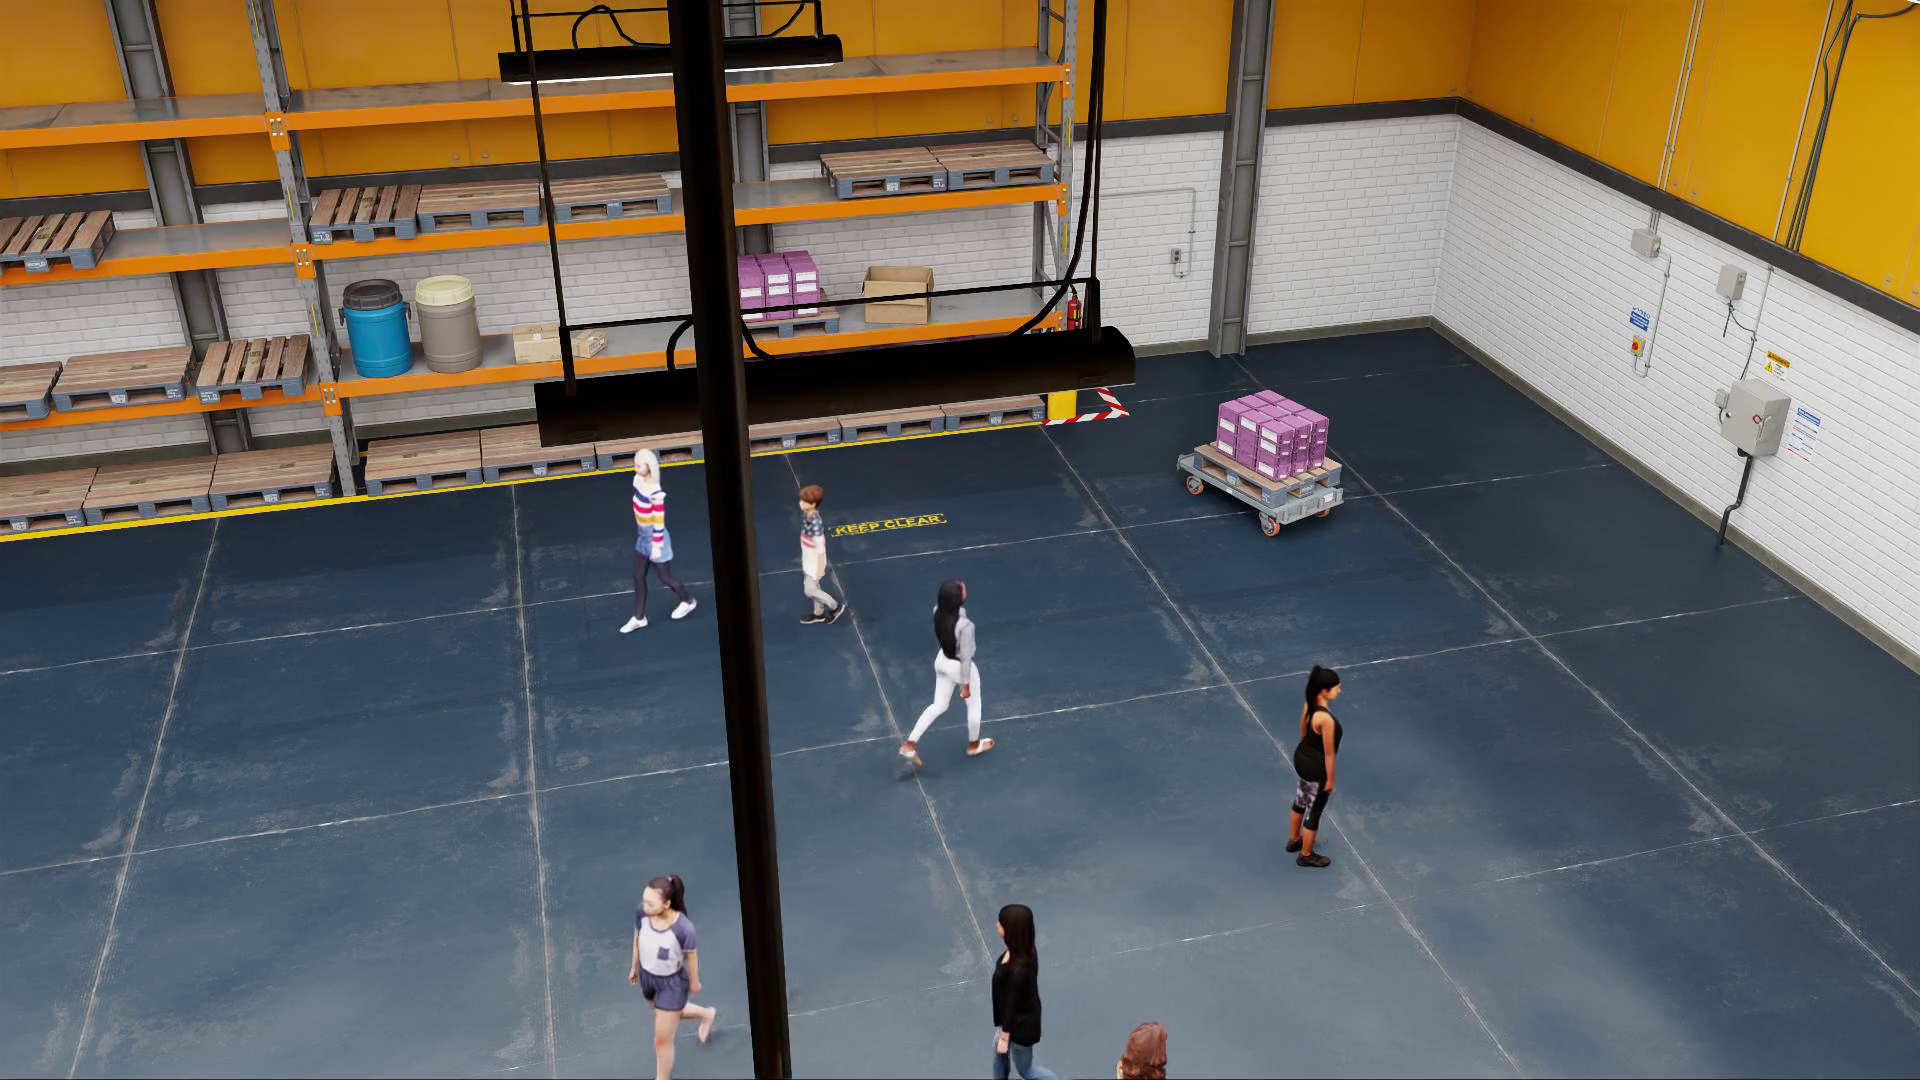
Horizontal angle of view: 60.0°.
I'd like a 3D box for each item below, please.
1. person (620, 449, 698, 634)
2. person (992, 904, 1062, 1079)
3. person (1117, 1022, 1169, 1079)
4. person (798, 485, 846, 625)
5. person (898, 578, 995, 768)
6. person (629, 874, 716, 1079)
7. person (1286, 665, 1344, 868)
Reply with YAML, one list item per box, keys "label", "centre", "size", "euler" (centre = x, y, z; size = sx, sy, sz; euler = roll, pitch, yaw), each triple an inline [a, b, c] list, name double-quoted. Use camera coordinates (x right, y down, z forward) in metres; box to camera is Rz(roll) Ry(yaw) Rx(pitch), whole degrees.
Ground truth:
- label: "person"
  centre: [-2.716, -0.015, 15.159]
  size: [1.096, 1.780, 0.903]
  euler: [-20, 35, -32]
- label: "person"
  centre: [0.429, 2.883, 10.007]
  size: [1.059, 1.625, 0.771]
  euler: [2, 29, 3]
- label: "person"
  centre: [0.976, 3.316, 9.088]
  size: [0.664, 1.746, 0.670]
  euler: [25, 37, 38]
- label: "person"
  centre: [-1.277, 0.141, 15.239]
  size: [0.608, 1.428, 0.504]
  euler: [-8, 30, -13]
- label: "person"
  centre: [-0.112, 1.084, 13.229]
  size: [1.183, 1.698, 0.861]
  euler: [-19, 34, -30]
- label: "person"
  centre: [-1.774, 2.701, 10.346]
  size: [0.983, 1.621, 1.097]
  euler: [20, 35, 32]
- label: "person"
  centre: [2.602, 1.649, 12.222]
  size: [0.491, 1.671, 0.570]
  euler: [-7, 29, -13]
